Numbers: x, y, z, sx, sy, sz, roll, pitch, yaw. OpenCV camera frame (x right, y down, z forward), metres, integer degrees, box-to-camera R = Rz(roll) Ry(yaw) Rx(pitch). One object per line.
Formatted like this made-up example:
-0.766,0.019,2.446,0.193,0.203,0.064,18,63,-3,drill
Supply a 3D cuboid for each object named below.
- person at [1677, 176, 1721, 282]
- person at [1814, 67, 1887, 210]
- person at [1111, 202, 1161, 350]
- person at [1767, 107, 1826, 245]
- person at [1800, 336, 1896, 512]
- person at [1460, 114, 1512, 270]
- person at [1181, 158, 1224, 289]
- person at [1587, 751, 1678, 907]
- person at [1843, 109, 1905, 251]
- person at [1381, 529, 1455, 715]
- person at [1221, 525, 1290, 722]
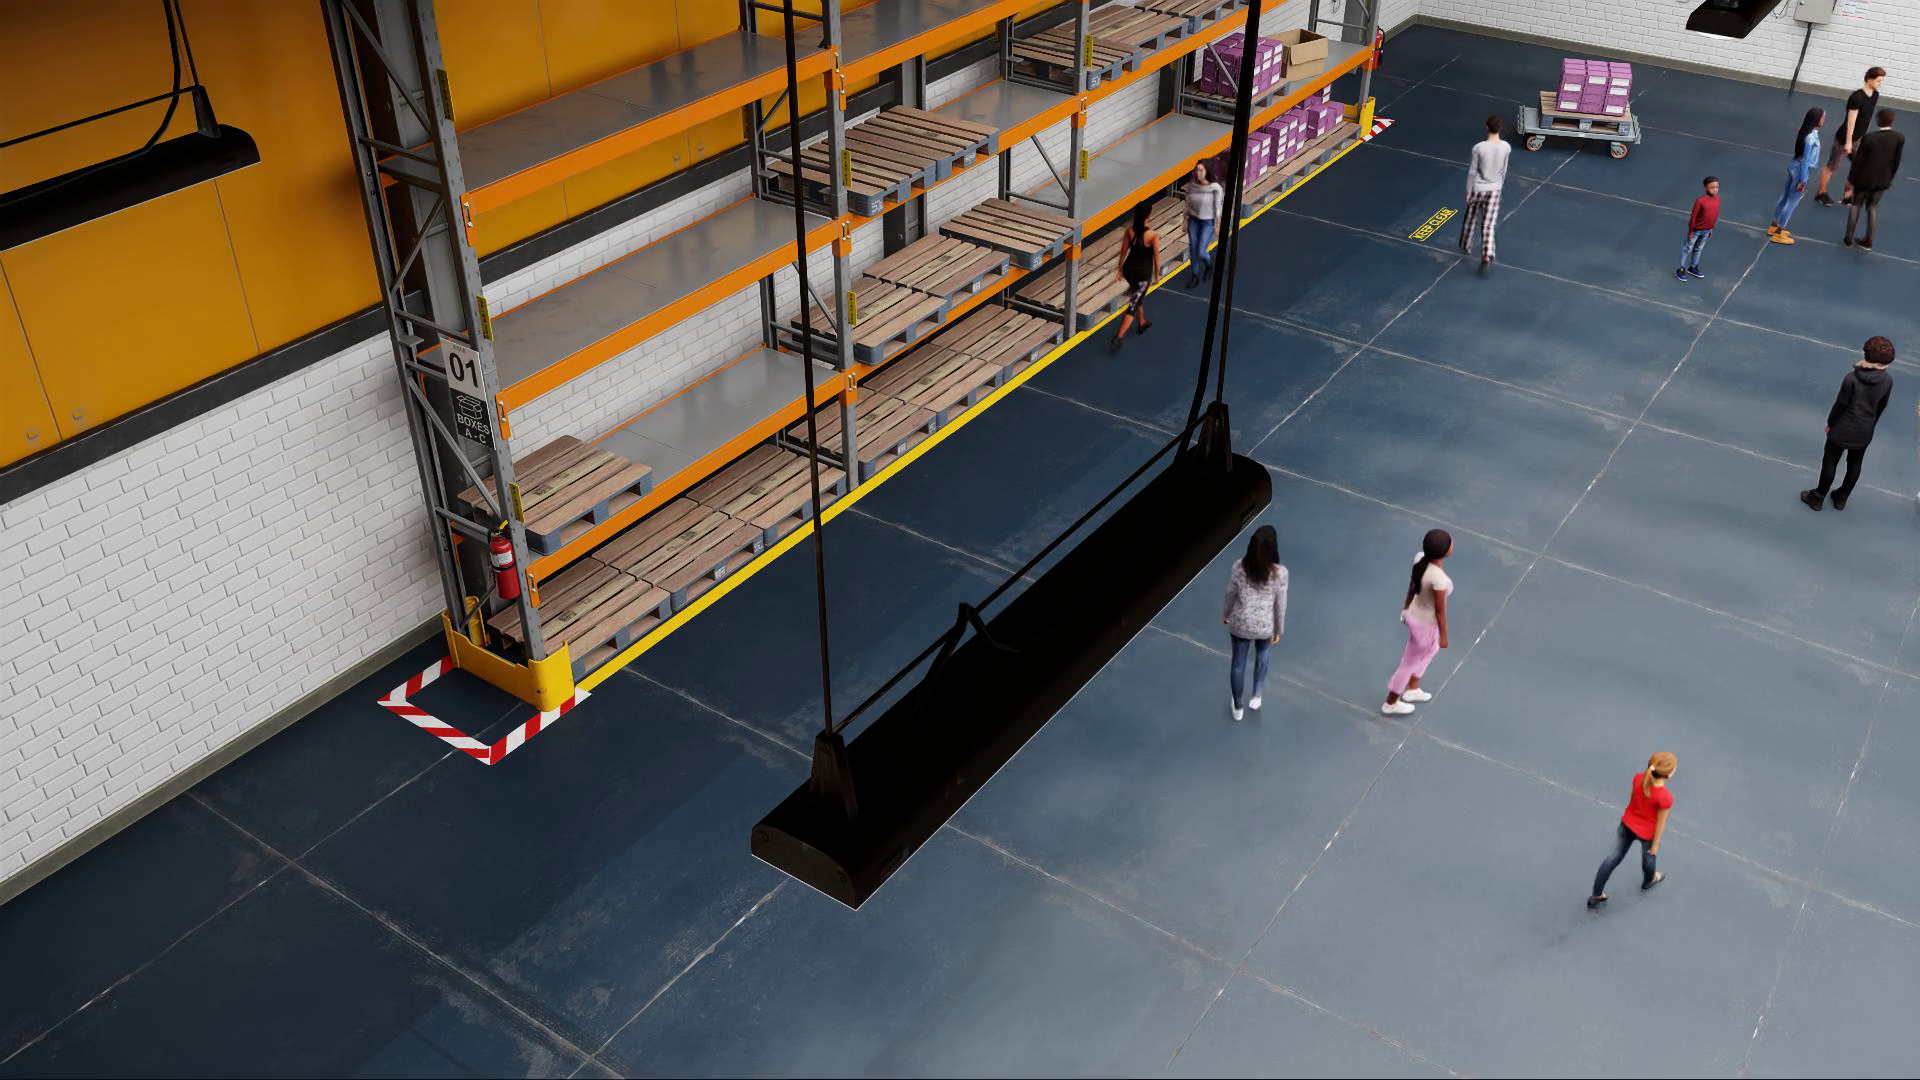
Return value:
8.836,-3.739,19.855,0.575,1.256,0.651,-10,35,-15,person
11.502,-5.262,21.618,0.945,1.840,0.973,-14,36,-20,person
1.915,-2.881,18.220,0.648,1.635,1.098,21,39,29,person
10.397,-4.542,20.651,0.718,1.711,0.570,8,34,11,person
8.251,-1.061,15.351,0.735,1.781,0.773,1,34,1,person
6.341,-4.159,19.980,0.963,1.817,1.184,3,34,5,person
2.878,-3.721,19.505,0.644,1.613,0.663,24,41,32,person
4.538,1.978,11.231,0.944,1.281,0.698,-20,38,-27,person
11.137,-4.354,20.311,0.810,1.776,0.817,10,35,14,person
3.468,0.665,12.806,0.824,1.725,0.764,-4,34,-6,person
2.242,0.695,12.767,0.727,1.717,0.743,4,34,6,person
